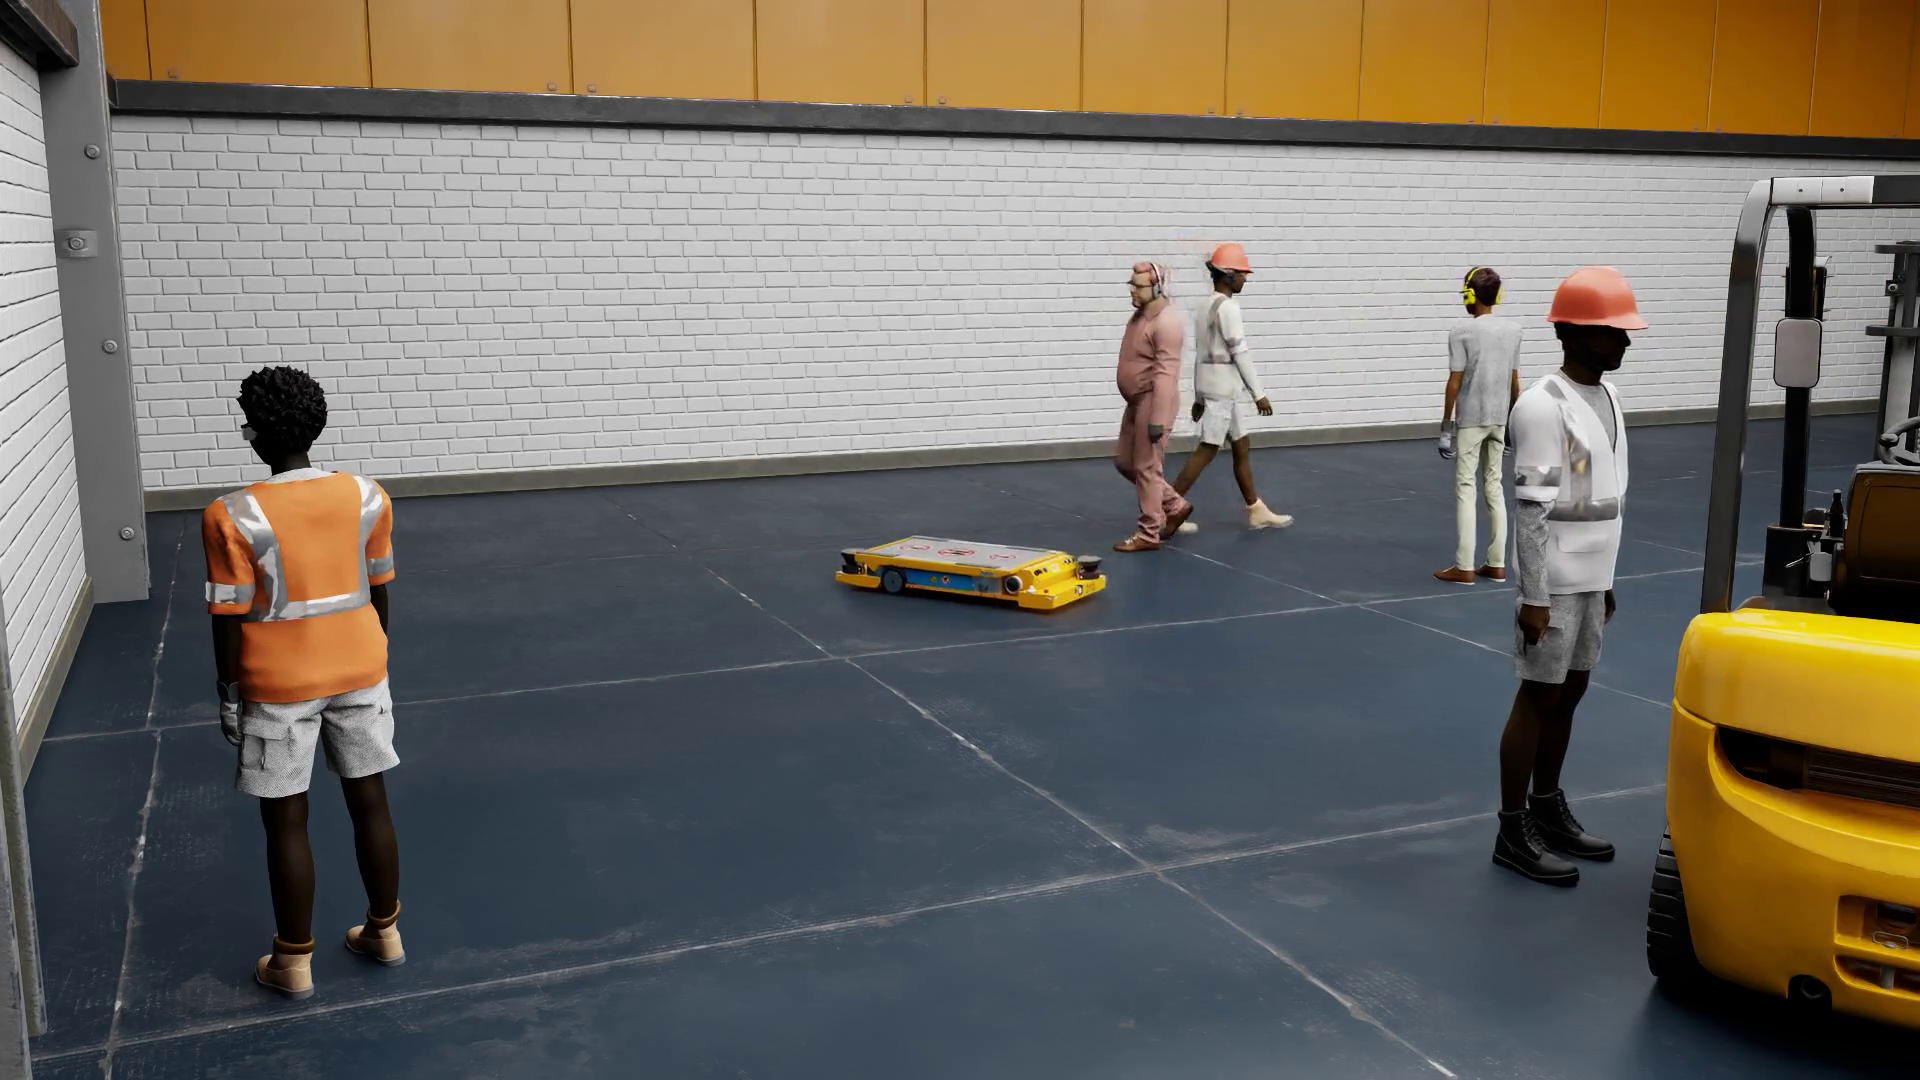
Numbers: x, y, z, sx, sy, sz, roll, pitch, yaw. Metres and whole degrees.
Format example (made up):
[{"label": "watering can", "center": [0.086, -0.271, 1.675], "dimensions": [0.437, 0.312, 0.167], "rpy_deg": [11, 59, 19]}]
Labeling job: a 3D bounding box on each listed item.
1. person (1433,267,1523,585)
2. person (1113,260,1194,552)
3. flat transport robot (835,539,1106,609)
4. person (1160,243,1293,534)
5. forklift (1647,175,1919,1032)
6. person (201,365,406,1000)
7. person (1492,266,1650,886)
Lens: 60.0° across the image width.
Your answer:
[{"label": "person", "center": [3.040, -0.661, 9.756], "dimensions": [0.534, 1.859, 0.335], "rpy_deg": [-3, 11, -19]}, {"label": "person", "center": [1.241, -0.844, 10.677], "dimensions": [0.491, 1.885, 0.676], "rpy_deg": [-2, 10, -9]}, {"label": "flat transport robot", "center": [0.054, 0.170, 9.546], "dimensions": [1.431, 0.197, 0.652], "rpy_deg": [6, 12, 30]}, {"label": "person", "center": [1.797, -1.019, 11.381], "dimensions": [1.014, 1.996, 0.621], "rpy_deg": [-1, 10, -4]}, {"label": "forklift", "center": [2.810, 0.094, 4.662], "dimensions": [1.214, 2.155, 2.313], "rpy_deg": [7, 12, 34]}, {"label": "person", "center": [-1.748, 0.381, 4.470], "dimensions": [0.320, 1.694, 0.531], "rpy_deg": [9, 14, 40]}, {"label": "person", "center": [1.947, 0.112, 5.270], "dimensions": [0.363, 1.935, 0.553], "rpy_deg": [10, 14, 43]}]
